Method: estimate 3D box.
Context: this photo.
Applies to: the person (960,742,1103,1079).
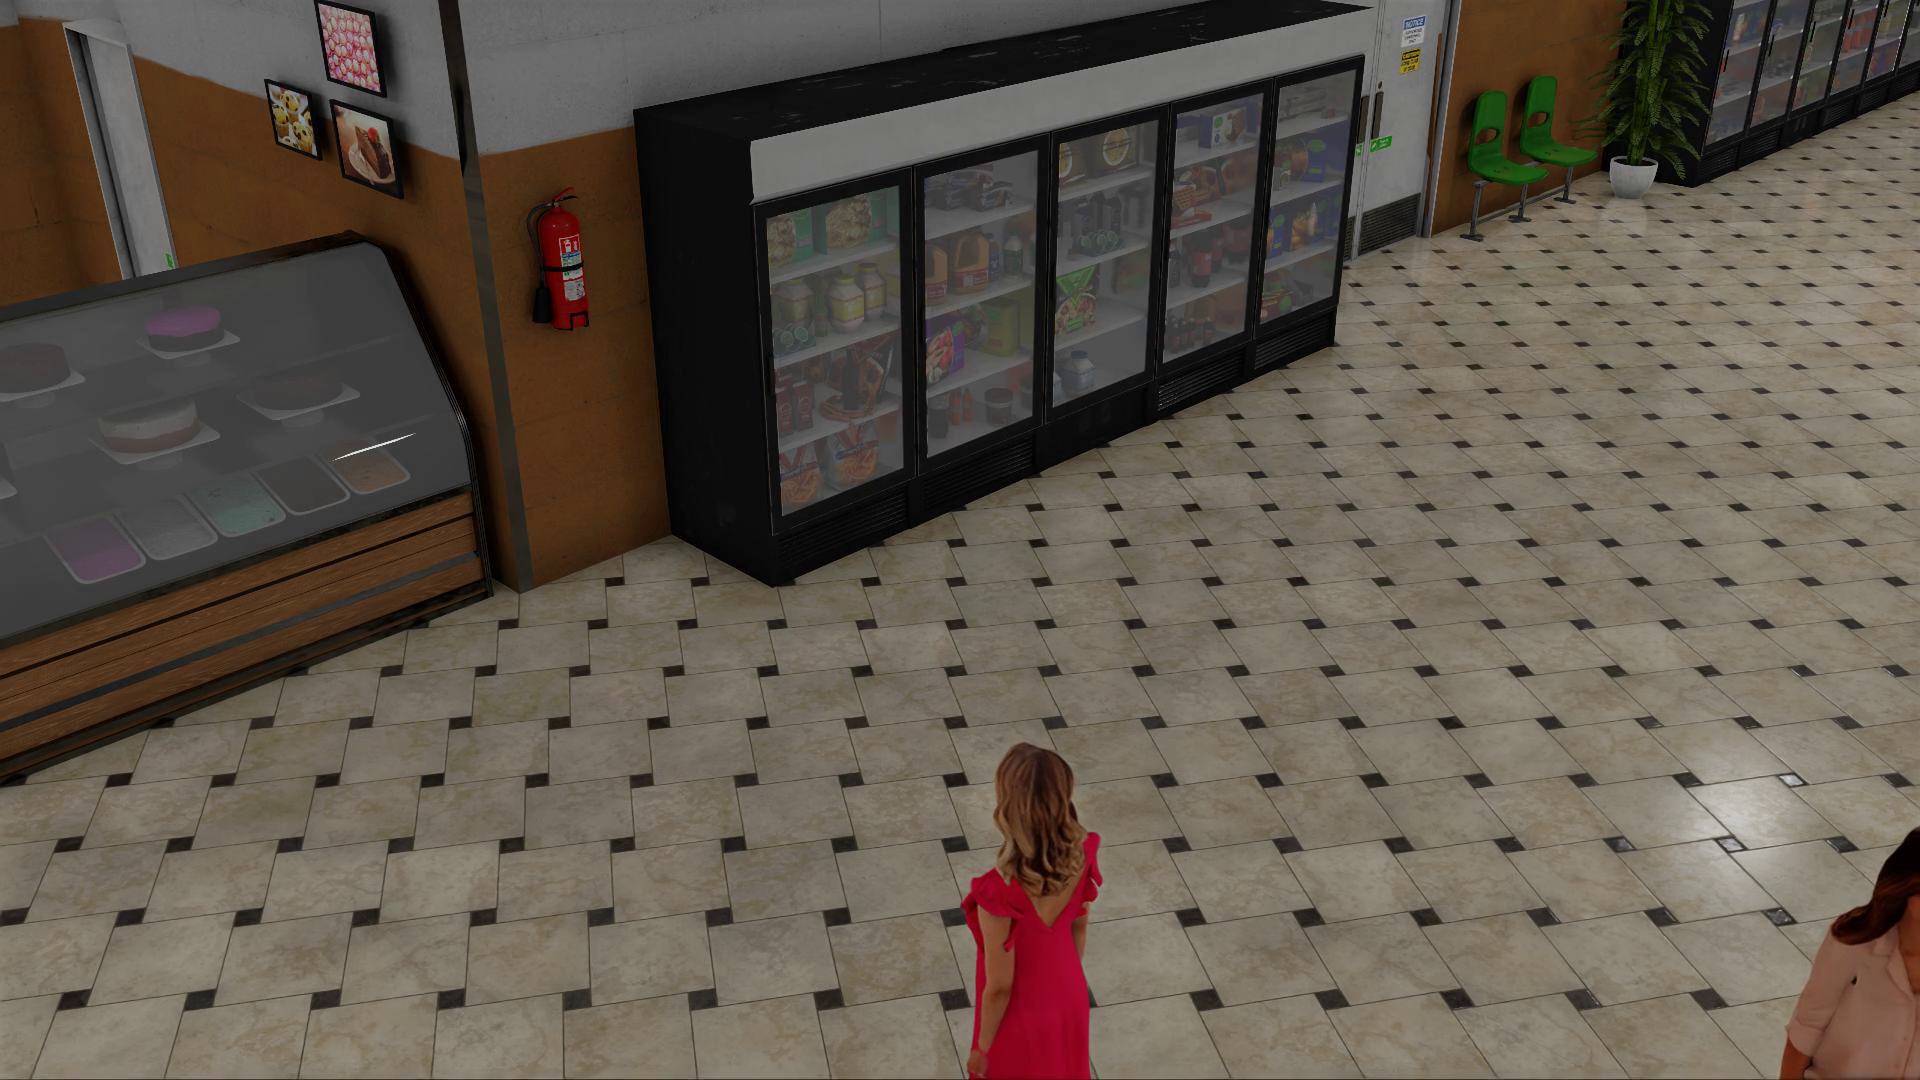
[{"bbox_3d":[0.205,1.302,4.550,0.569,1.728,0.534,-23,35,-38],"label":"person"}]
